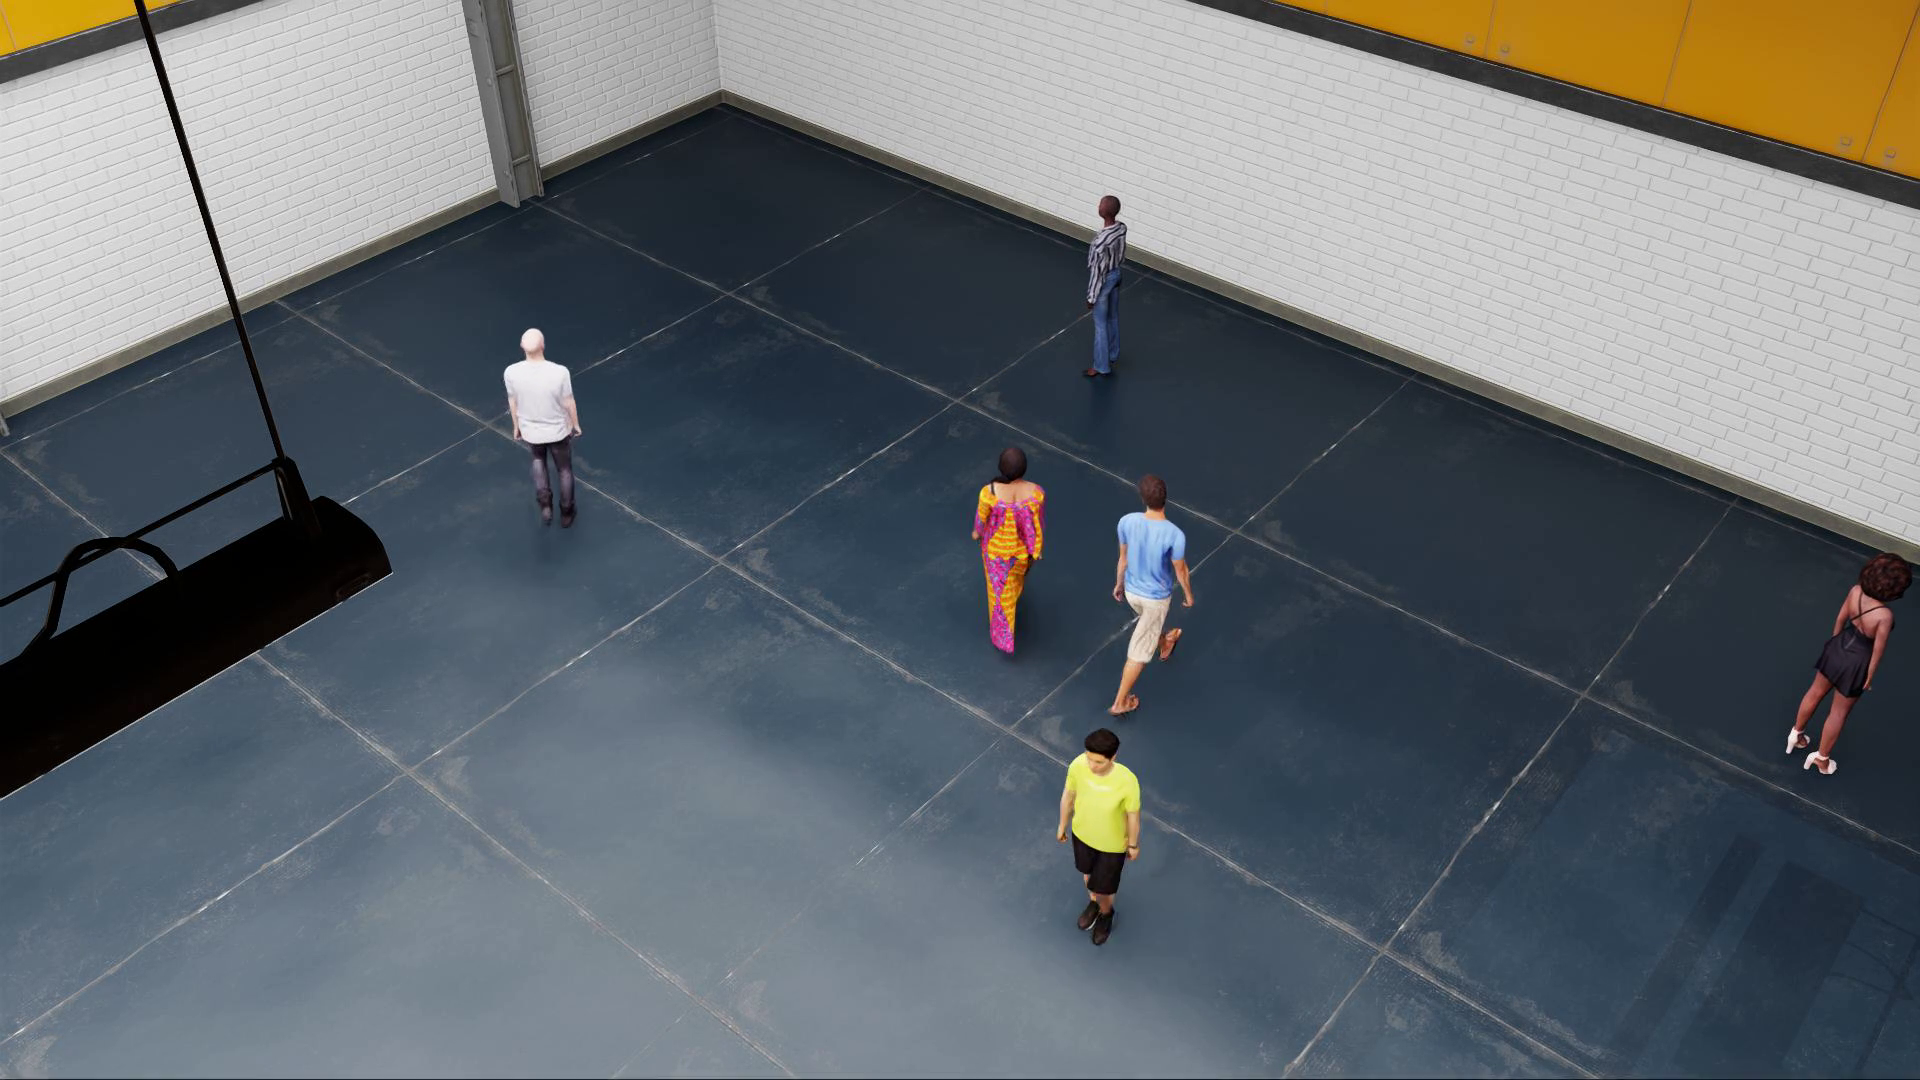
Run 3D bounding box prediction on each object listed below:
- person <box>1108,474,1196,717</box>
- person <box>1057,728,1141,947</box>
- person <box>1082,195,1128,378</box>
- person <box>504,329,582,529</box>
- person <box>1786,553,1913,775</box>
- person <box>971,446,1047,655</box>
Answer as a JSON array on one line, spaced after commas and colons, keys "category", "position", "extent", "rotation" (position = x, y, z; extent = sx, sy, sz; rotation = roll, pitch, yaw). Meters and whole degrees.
[{"category": "person", "position": [1.264, 0.436, 11.609], "extent": [0.749, 1.804, 1.272], "rotation": [25, 45, 28]}, {"category": "person", "position": [0.886, 1.716, 10.092], "extent": [0.679, 1.697, 0.641], "rotation": [22, 44, 25]}, {"category": "person", "position": [1.323, -2.291, 15.031], "extent": [0.709, 1.796, 0.511], "rotation": [21, 43, 24]}, {"category": "person", "position": [-3.294, -0.817, 13.167], "extent": [0.833, 1.818, 0.889], "rotation": [-2, 39, -2]}, {"category": "person", "position": [5.941, 0.826, 11.134], "extent": [0.697, 1.788, 0.661], "rotation": [-10, 40, -12]}, {"category": "person", "position": [0.363, 0.060, 12.187], "extent": [1.171, 1.670, 1.172], "rotation": [-7, 39, -9]}]
